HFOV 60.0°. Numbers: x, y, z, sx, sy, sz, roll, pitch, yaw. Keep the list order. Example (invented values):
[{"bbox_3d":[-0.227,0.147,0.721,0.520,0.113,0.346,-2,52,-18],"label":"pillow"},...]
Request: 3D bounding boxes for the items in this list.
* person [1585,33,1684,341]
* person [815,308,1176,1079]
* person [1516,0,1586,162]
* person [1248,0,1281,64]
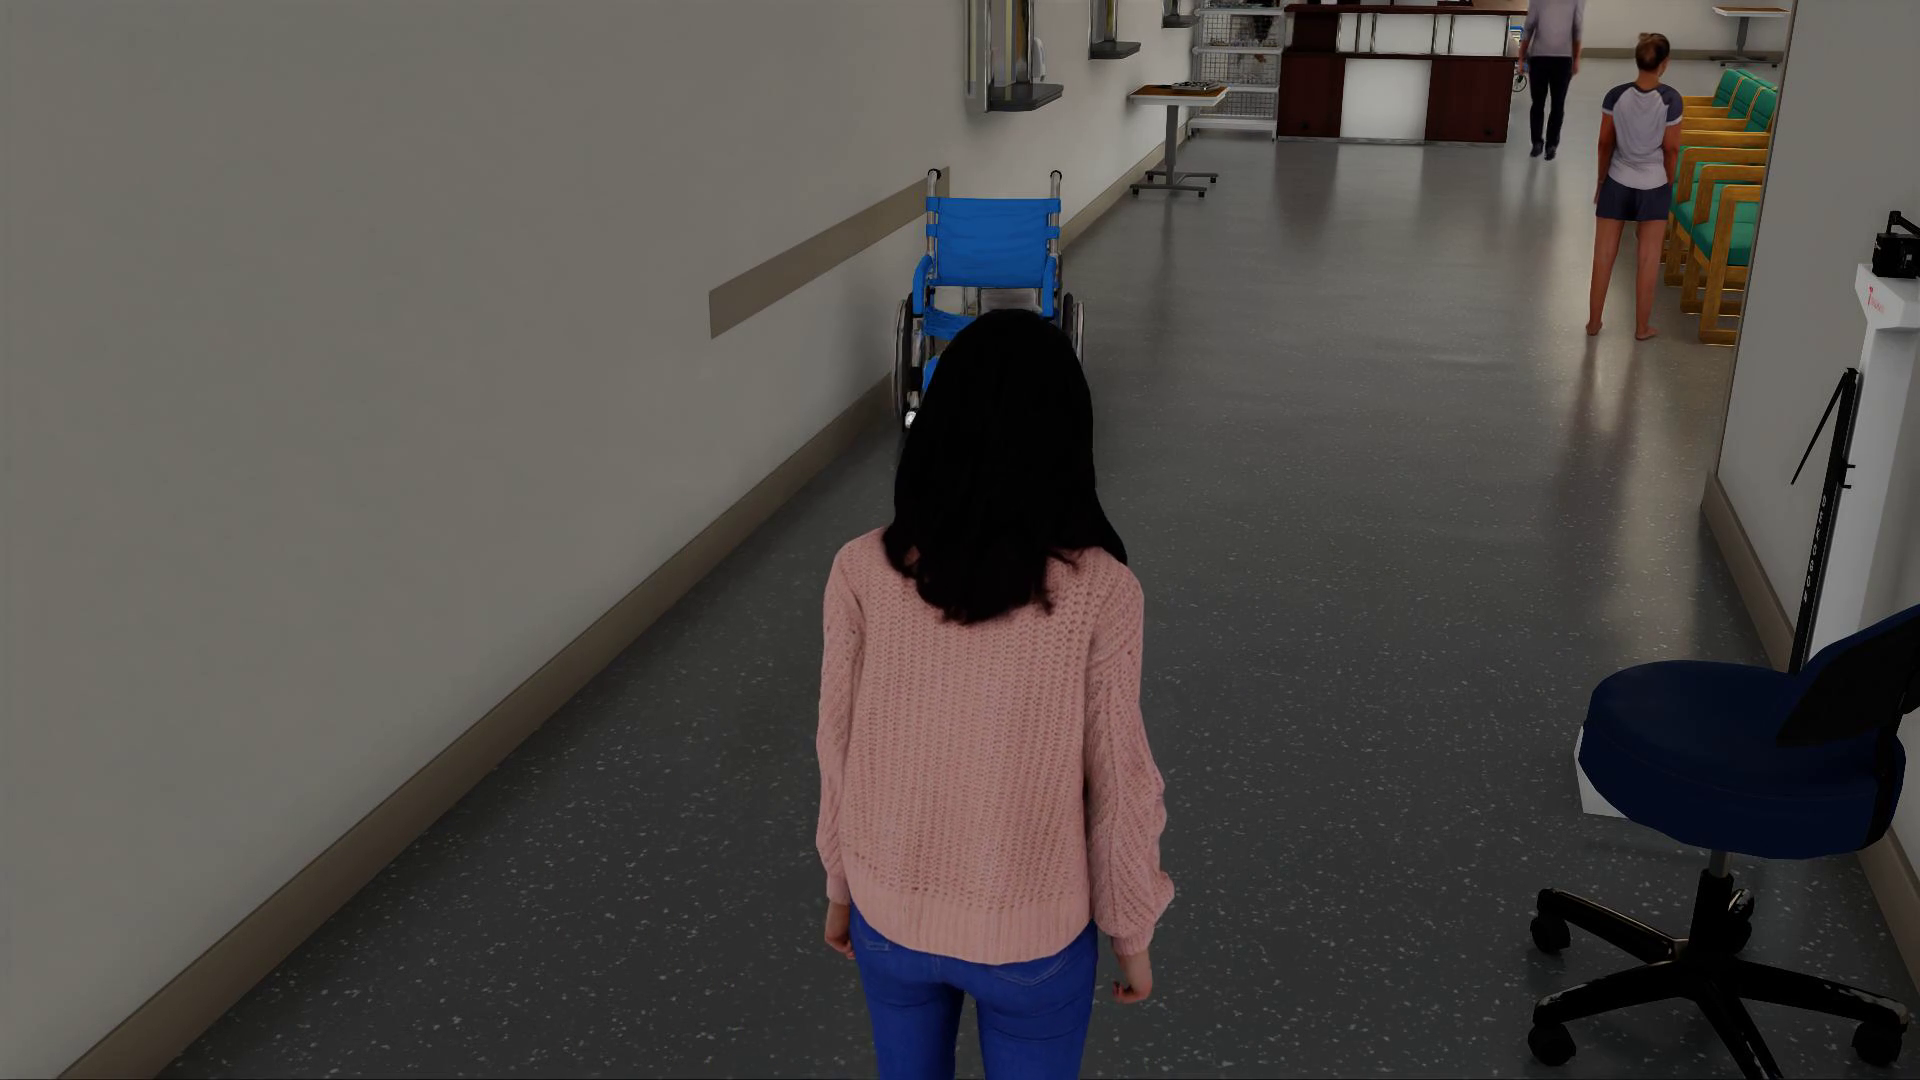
[{"bbox_3d":[3.676,-1.915,9.047,0.540,1.631,0.698,12,24,28],"label":"person"},{"bbox_3d":[0.011,0.558,2.349,0.564,1.752,0.759,9,22,22],"label":"person"},{"bbox_3d":[5.544,-4.493,15.596,0.989,1.815,0.831,8,22,20],"label":"person"},{"bbox_3d":[4.673,-8.235,25.632,1.082,1.704,0.954,-2,21,-6],"label":"person"}]
